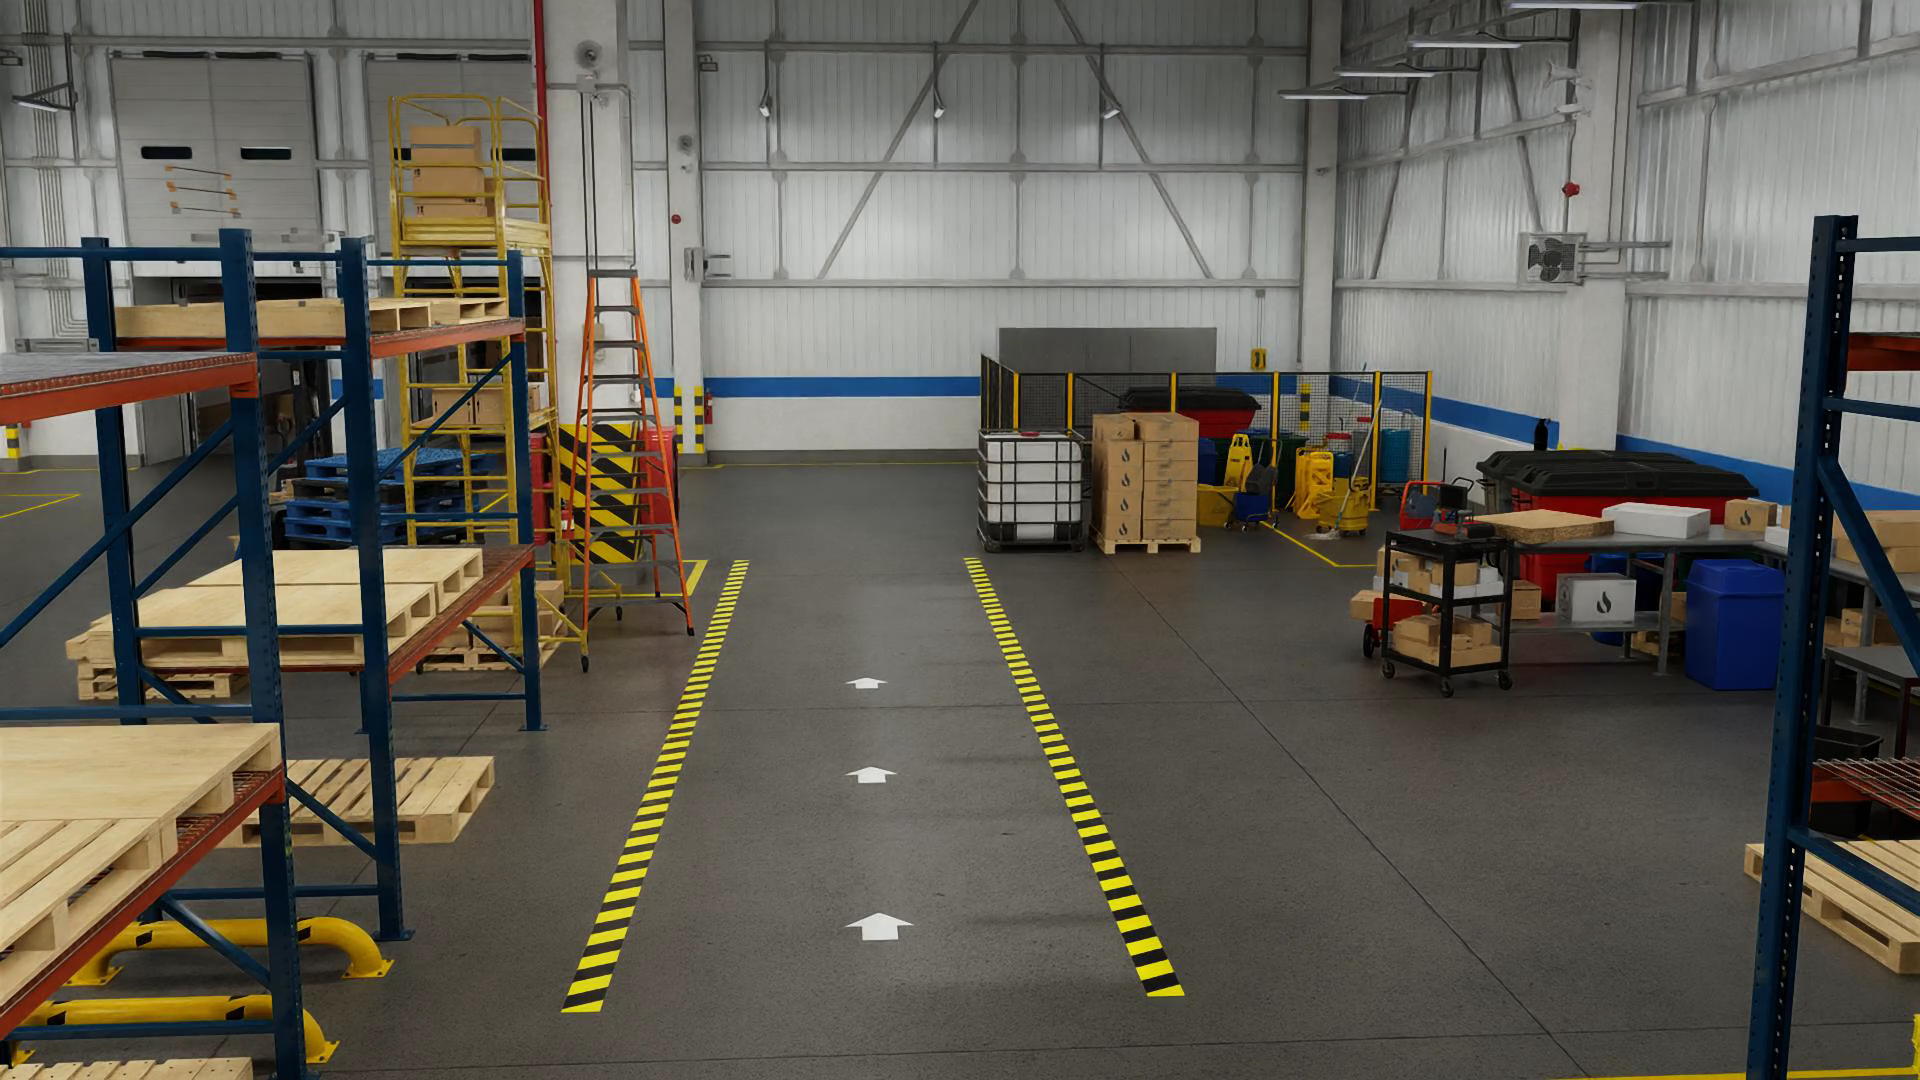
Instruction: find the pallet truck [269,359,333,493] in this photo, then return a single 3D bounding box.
[{"bbox_3d":[-7.062,-1.131,18.996,1.885,1.965,0.823,2,9,13],"label":"pallet truck"}]
